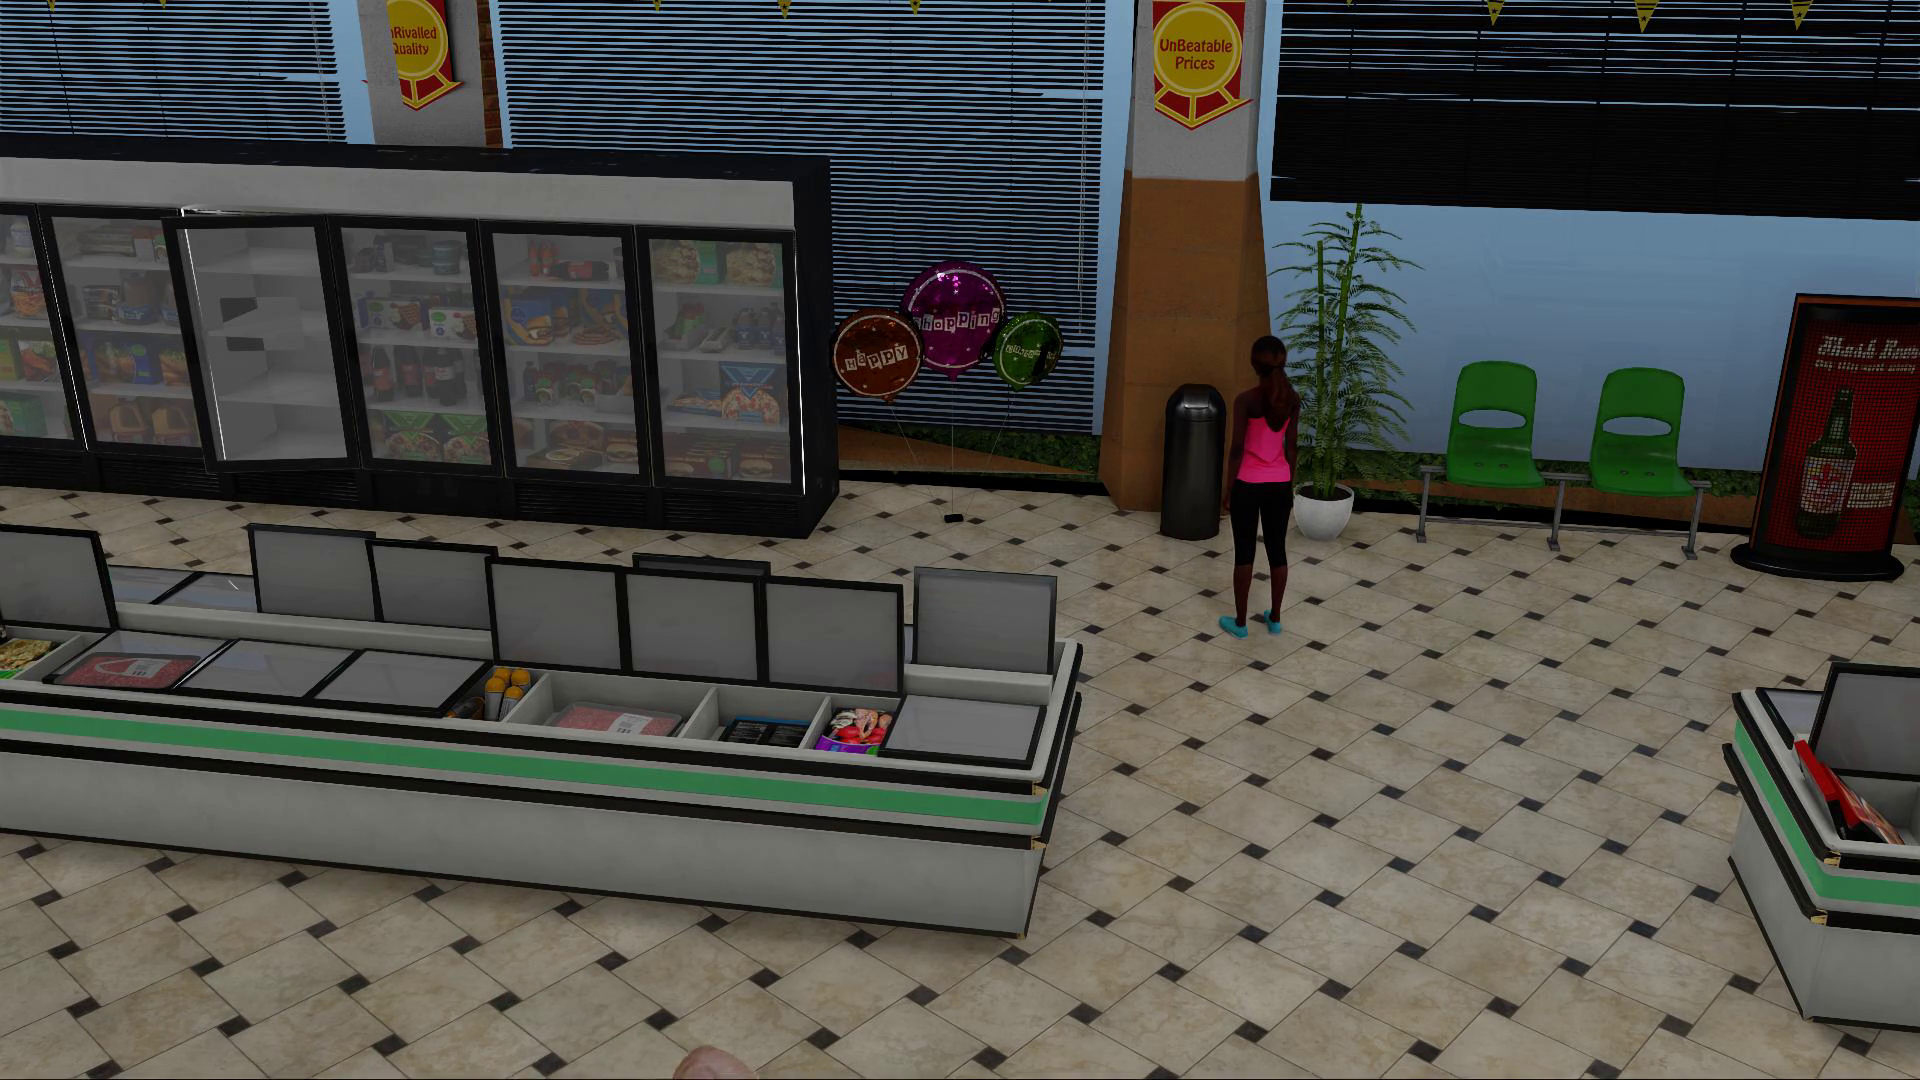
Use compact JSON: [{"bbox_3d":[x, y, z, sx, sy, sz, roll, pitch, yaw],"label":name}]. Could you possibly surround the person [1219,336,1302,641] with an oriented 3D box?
[{"bbox_3d":[1.658,-0.280,9.128,0.596,1.725,0.695,-4,22,-11],"label":"person"}]
